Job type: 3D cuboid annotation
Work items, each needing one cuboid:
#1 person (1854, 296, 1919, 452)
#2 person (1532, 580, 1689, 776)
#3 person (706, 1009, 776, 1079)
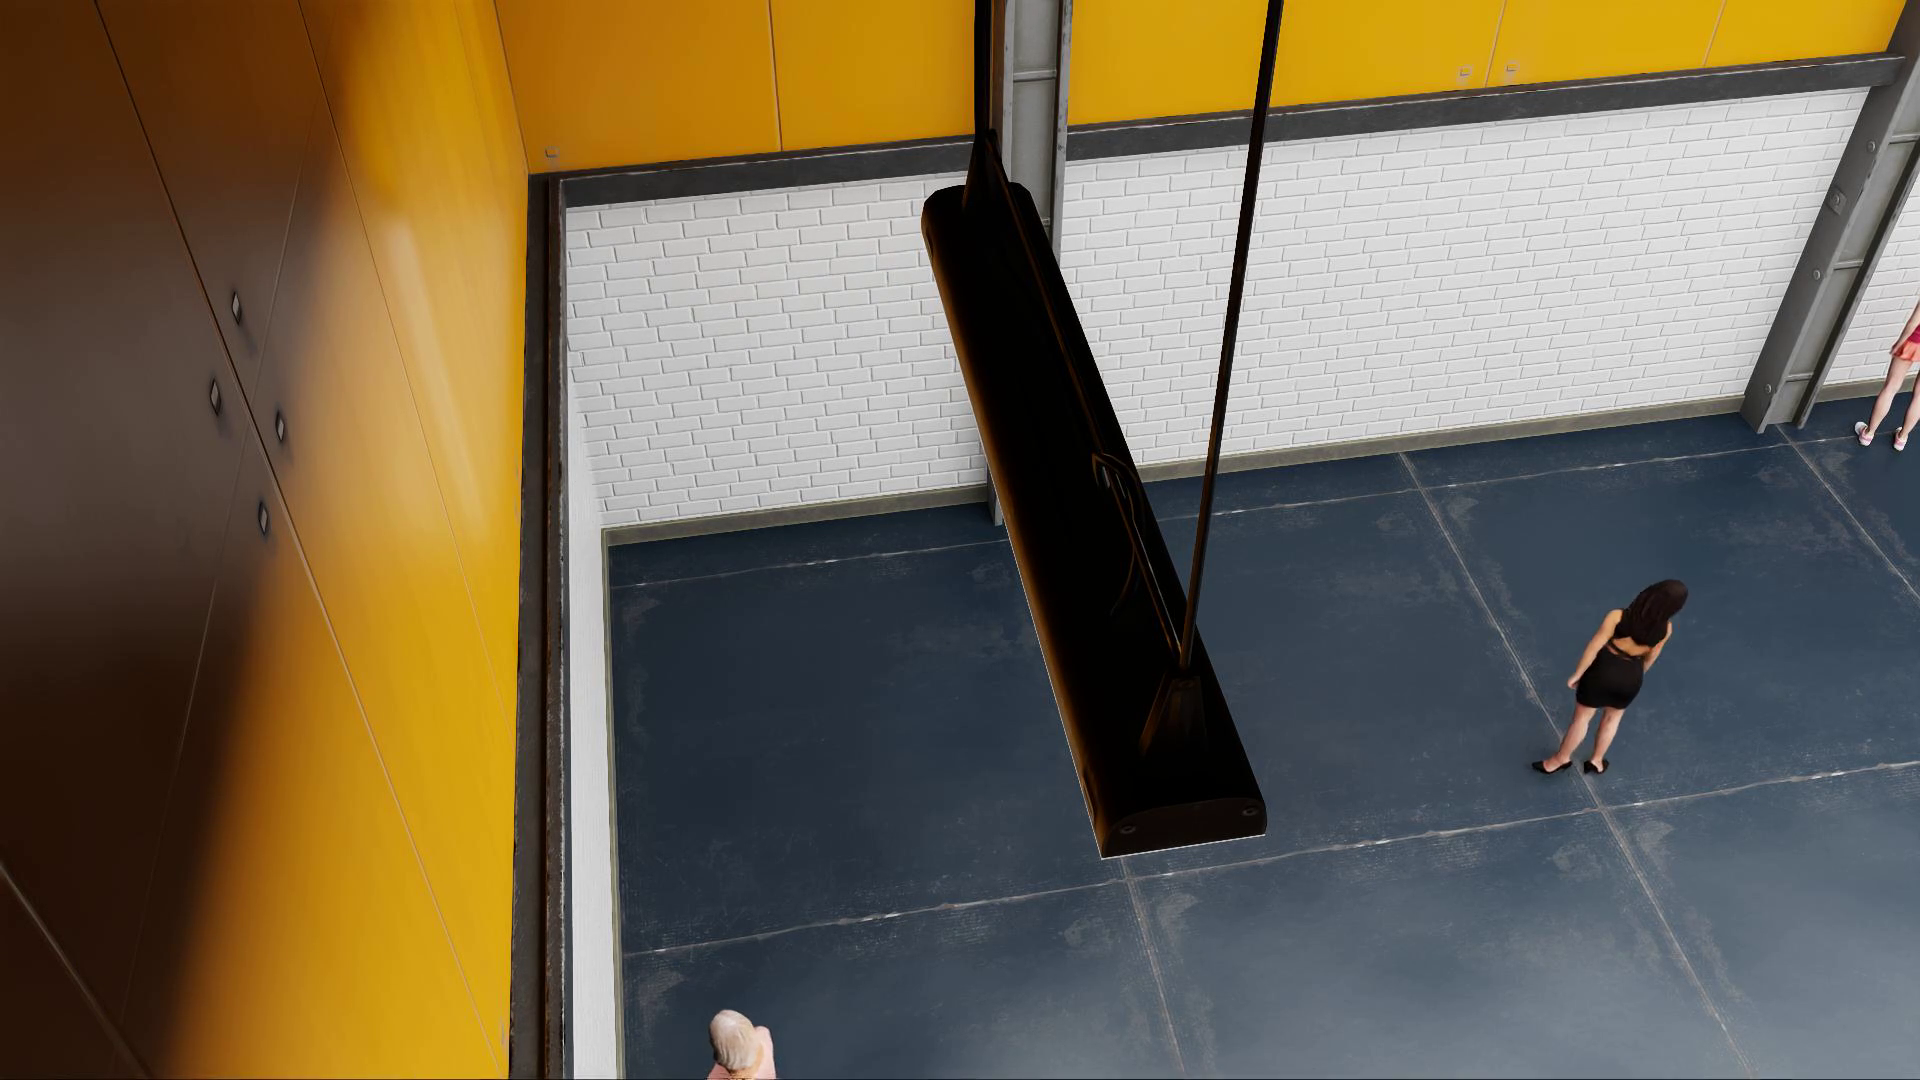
[{"bbox_3d":[7.068,-1.414,12.192,0.620,1.754,0.716,11,45,12],"label":"person"},{"bbox_3d":[3.828,0.855,9.907,0.564,1.620,0.793,-5,44,-5],"label":"person"},{"bbox_3d":[-0.992,2.723,7.870,0.675,1.725,0.678,12,45,12],"label":"person"}]
